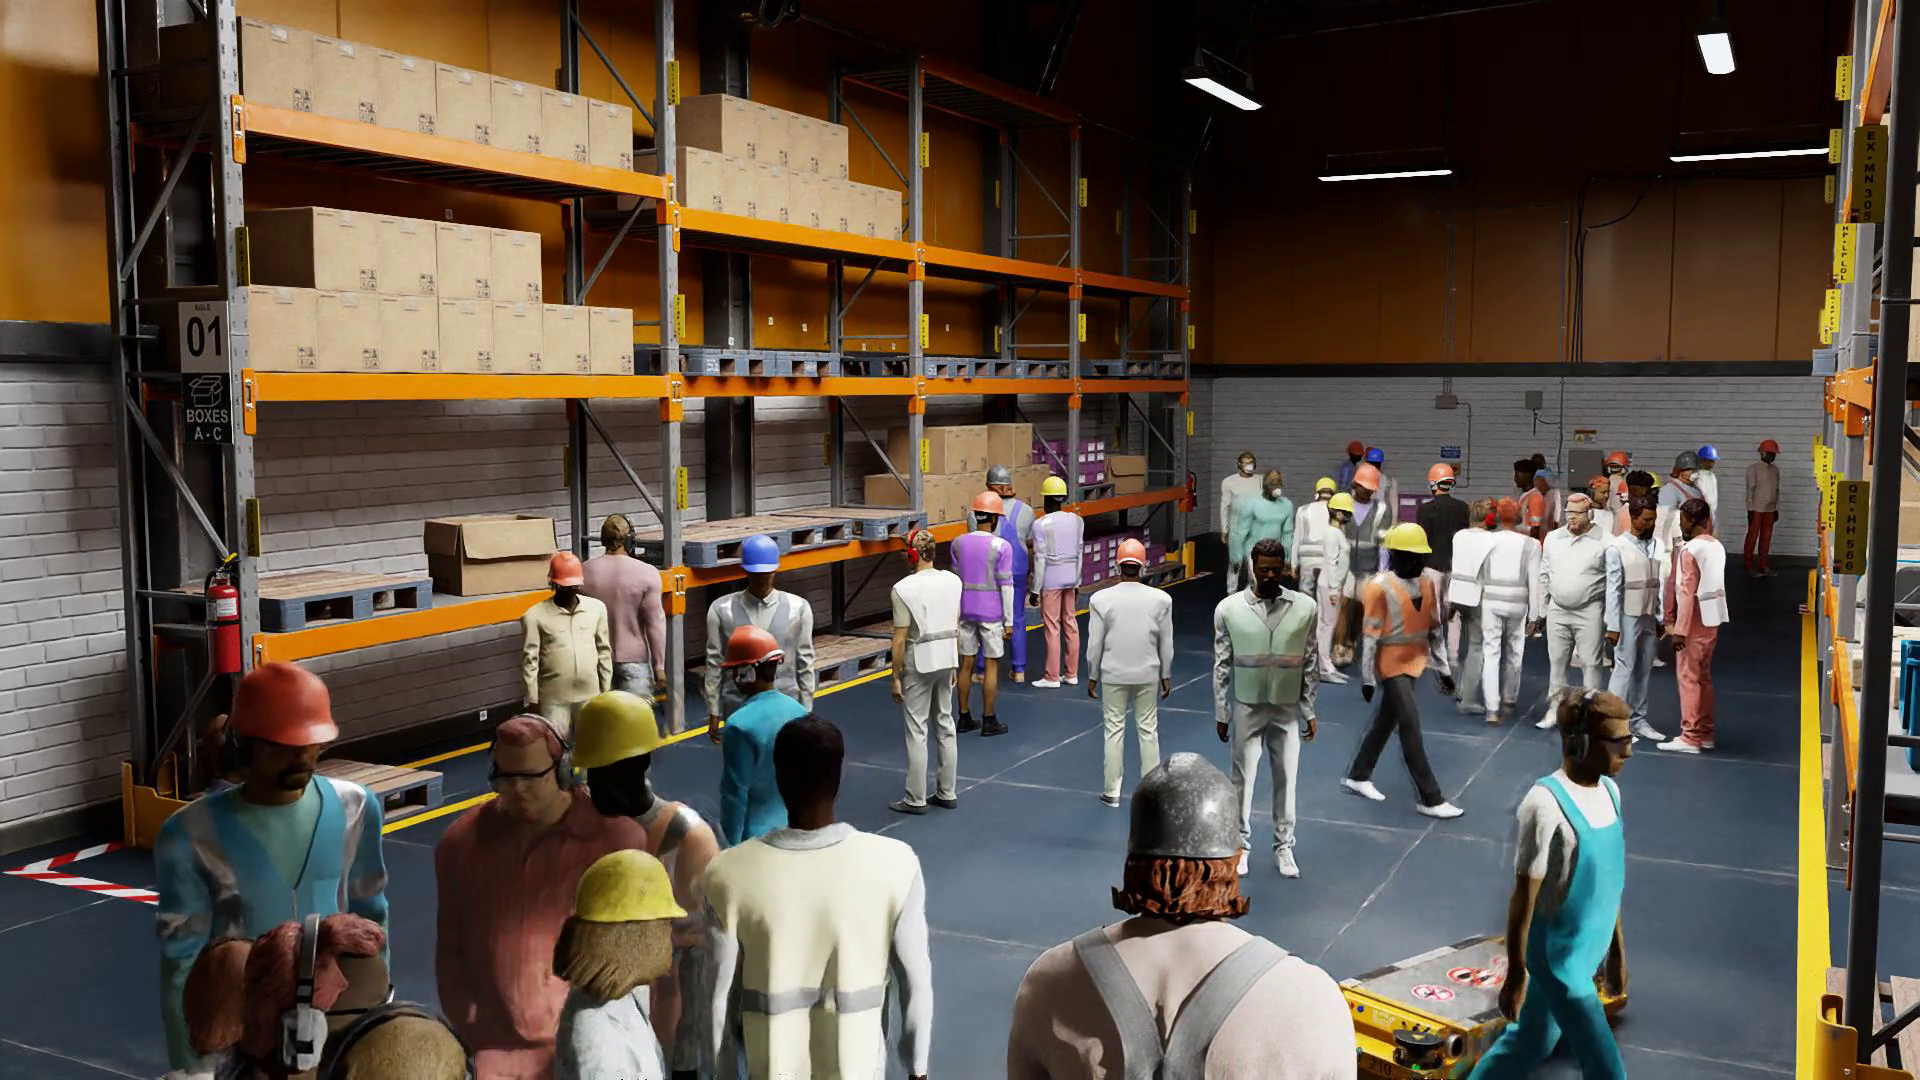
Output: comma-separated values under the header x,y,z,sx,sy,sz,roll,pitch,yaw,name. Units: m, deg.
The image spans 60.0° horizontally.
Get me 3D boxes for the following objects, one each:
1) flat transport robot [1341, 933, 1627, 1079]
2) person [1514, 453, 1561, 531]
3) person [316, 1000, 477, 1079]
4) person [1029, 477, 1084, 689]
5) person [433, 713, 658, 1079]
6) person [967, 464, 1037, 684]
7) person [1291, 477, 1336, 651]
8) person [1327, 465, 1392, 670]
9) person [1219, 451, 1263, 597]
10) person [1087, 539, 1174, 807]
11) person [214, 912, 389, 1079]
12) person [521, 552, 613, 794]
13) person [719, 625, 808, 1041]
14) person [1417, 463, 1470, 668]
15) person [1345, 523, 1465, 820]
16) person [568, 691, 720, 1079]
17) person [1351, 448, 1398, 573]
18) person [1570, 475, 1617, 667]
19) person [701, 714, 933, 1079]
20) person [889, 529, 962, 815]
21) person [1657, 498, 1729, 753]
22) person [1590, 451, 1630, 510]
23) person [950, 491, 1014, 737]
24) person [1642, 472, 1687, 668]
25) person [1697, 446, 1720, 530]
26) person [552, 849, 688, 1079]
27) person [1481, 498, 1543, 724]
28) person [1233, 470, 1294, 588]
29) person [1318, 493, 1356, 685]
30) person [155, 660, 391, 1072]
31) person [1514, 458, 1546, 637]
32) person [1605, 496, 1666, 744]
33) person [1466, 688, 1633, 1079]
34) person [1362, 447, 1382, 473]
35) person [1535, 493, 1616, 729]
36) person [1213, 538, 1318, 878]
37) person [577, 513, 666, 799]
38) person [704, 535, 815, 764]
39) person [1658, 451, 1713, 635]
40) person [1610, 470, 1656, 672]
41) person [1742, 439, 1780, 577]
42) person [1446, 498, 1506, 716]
x,y,z,sx,sy,sz,roll,pitch,yaw,name
2.133,1.958,7.026,1.431,0.197,0.652,-4,7,-38,flat transport robot
8.035,-0.307,23.147,0.623,1.821,0.443,3,6,26,person
-0.789,1.575,2.344,0.377,1.931,0.645,5,7,41,person
0.866,0.388,15.096,0.585,1.929,0.377,-4,7,-39,person
-1.158,1.401,4.604,0.650,1.840,1.043,0,5,-4,person
0.342,0.310,15.345,0.684,2.000,0.538,-2,6,-23,person
3.751,0.249,17.294,0.610,1.792,0.522,1,5,12,person
3.824,0.272,16.066,0.657,1.983,0.959,1,6,15,person
3.523,-0.124,20.550,0.634,1.940,0.367,0,5,3,person
1.109,0.865,10.896,0.573,1.749,0.338,0,5,-3,person
-1.059,1.553,2.748,0.400,1.900,0.648,-1,5,-8,person
-2.411,0.932,10.275,0.575,1.736,0.355,-4,6,-35,person
-0.862,1.230,7.058,0.352,1.738,0.573,2,6,23,person
4.681,0.251,16.222,0.618,1.994,0.380,-2,6,-24,person
2.872,0.819,10.759,0.609,1.880,0.989,-4,7,-38,person
-0.982,1.376,4.722,0.610,1.882,0.907,3,6,30,person
5.320,-0.205,21.379,0.609,1.948,0.389,1,5,13,person
6.191,0.308,16.259,0.581,1.877,0.343,-1,5,-12,person
-0.372,1.405,4.406,0.608,1.898,0.819,0,5,-2,person
-0.210,0.846,10.671,0.560,1.836,0.393,-5,7,-43,person
5.557,0.642,12.512,0.397,1.908,0.599,5,7,43,person
7.682,-0.049,19.512,0.618,1.986,0.408,5,7,44,person
0.193,0.581,13.074,0.548,1.924,0.387,3,6,31,person
6.735,0.296,16.195,0.639,1.910,0.394,3,6,30,person
9.998,-0.298,22.380,0.615,1.945,0.404,-5,7,-43,person
-0.861,1.553,3.740,0.648,1.723,0.502,-1,5,-11,person
4.463,0.573,13.650,0.580,1.841,0.980,2,6,20,person
3.197,0.198,17.487,0.621,1.879,0.995,-3,6,-30,person
3.487,0.442,15.401,0.329,1.765,0.526,2,6,19,person
-1.832,1.327,4.523,0.619,2.030,0.449,-5,7,-44,person
6.231,0.082,18.259,0.374,1.959,0.608,1,5,9,person
5.206,0.609,12.850,0.598,1.908,0.402,-3,6,-31,person
1.965,1.357,5.469,0.999,1.797,0.521,5,7,45,person
6.785,-0.664,27.393,0.338,1.742,0.561,1,5,14,person
4.859,0.582,13.134,0.653,1.904,0.405,5,7,43,person
1.709,0.936,9.338,0.584,1.911,0.390,0,5,-2,person
-2.181,0.794,10.675,0.635,1.939,0.361,1,5,11,person
-1.105,0.933,9.190,0.611,1.938,0.412,-1,5,-10,person
8.018,0.030,18.357,0.688,2.000,0.536,-5,7,-40,person
6.334,0.318,15.693,0.377,1.958,0.600,2,6,19,person
11.513,-0.449,23.822,0.613,1.985,0.411,-2,6,-24,person
4.323,0.557,13.840,0.501,1.819,0.598,-2,6,-22,person
